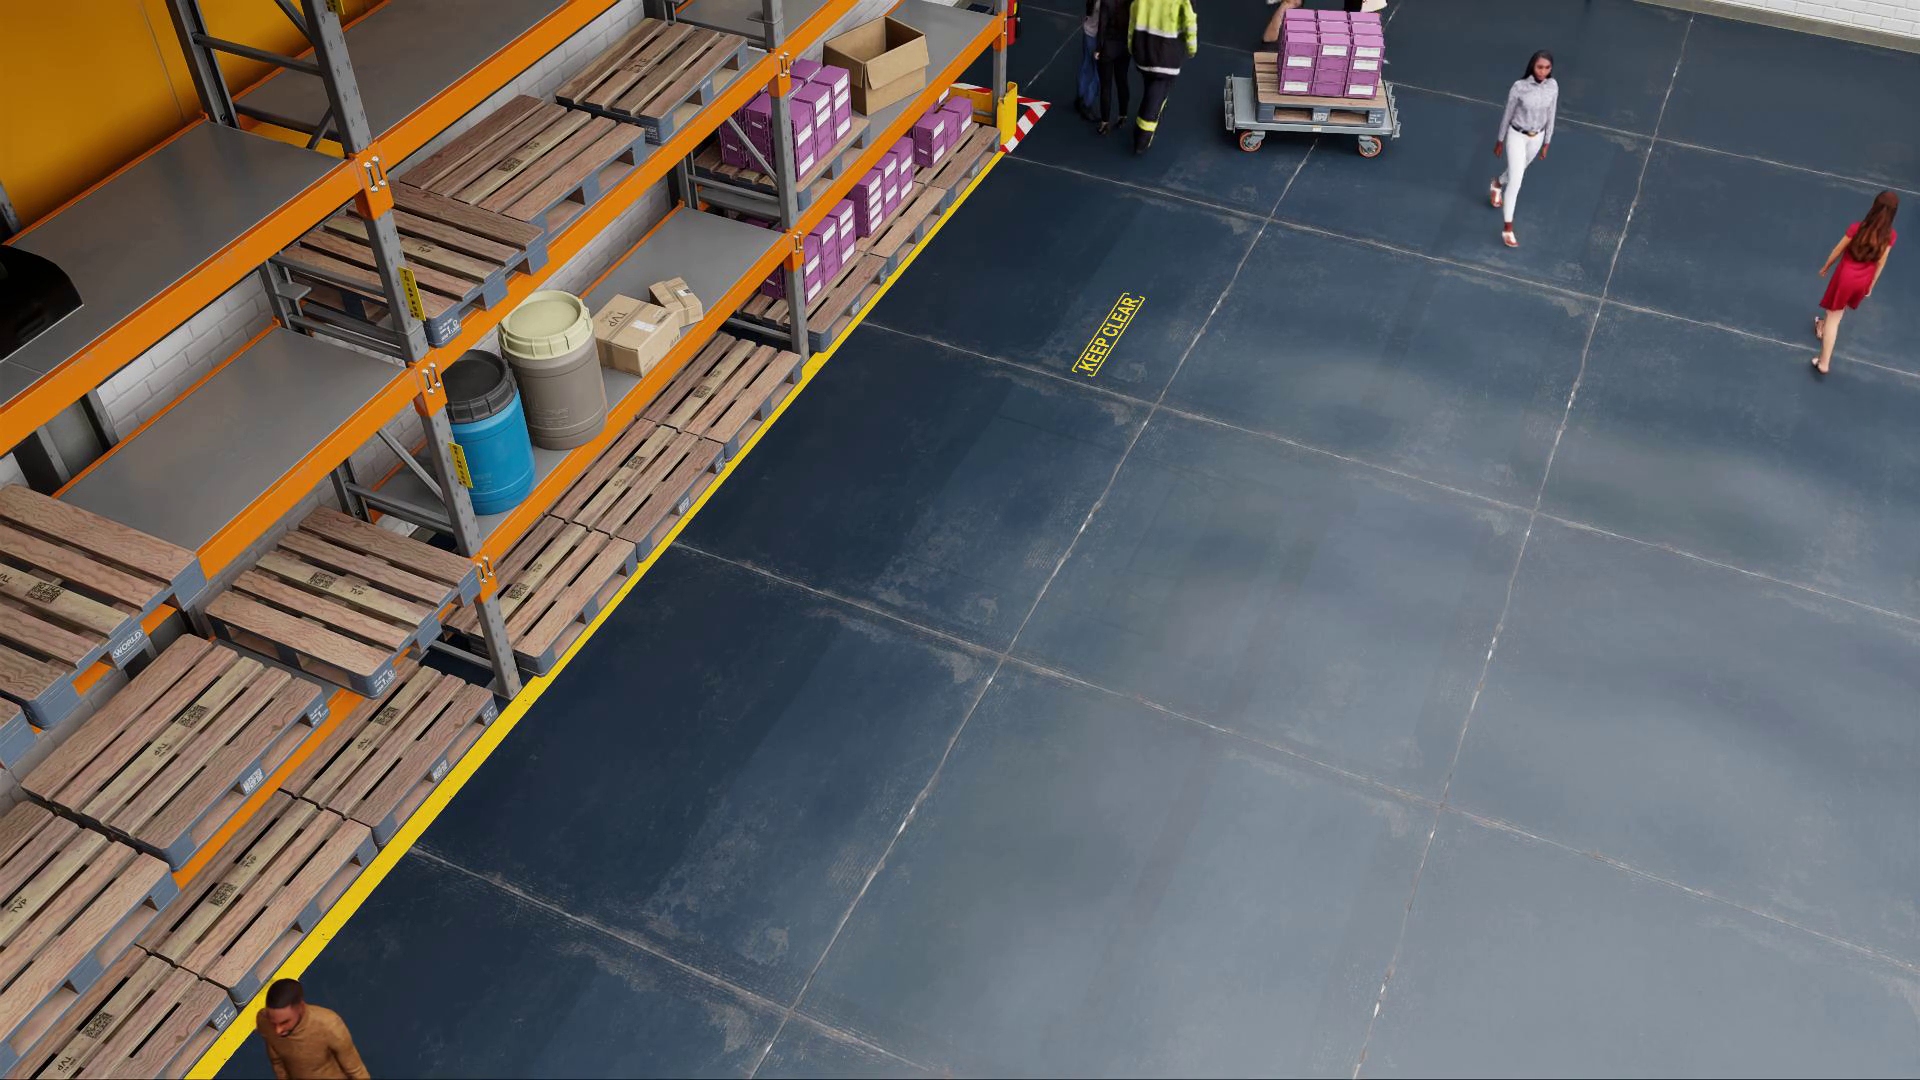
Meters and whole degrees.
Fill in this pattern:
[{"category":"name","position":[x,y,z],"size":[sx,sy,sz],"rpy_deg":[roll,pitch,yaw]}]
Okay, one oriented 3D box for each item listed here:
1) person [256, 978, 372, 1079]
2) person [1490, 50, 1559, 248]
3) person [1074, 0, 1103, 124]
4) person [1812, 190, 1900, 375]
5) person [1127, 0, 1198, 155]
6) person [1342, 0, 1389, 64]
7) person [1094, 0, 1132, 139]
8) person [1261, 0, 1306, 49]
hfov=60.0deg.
[{"category":"person","position":[-3.070,2.652,8.107],"size":[0.675,1.815,0.618],"rpy_deg":[9,44,9]},{"category":"person","position":[4.960,-3.547,14.707],"size":[0.971,1.685,1.229],"rpy_deg":[-2,44,-3]},{"category":"person","position":[1.273,-4.858,16.139],"size":[0.818,1.609,0.731],"rpy_deg":[-20,47,-20]},{"category":"person","position":[7.094,-2.035,13.246],"size":[0.696,1.513,1.087],"rpy_deg":[9,44,10]},{"category":"person","position":[1.831,-4.568,15.604],"size":[0.824,1.927,1.193],"rpy_deg":[20,47,20]},{"category":"person","position":[4.060,-5.745,16.981],"size":[0.933,1.731,0.924],"rpy_deg":[-27,50,-25]},{"category":"person","position":[1.475,-4.674,15.872],"size":[0.611,1.711,0.703],"rpy_deg":[-20,47,-20]},{"category":"person","position":[3.444,-5.976,17.164],"size":[1.172,1.814,1.067],"rpy_deg":[-18,47,-18]}]
